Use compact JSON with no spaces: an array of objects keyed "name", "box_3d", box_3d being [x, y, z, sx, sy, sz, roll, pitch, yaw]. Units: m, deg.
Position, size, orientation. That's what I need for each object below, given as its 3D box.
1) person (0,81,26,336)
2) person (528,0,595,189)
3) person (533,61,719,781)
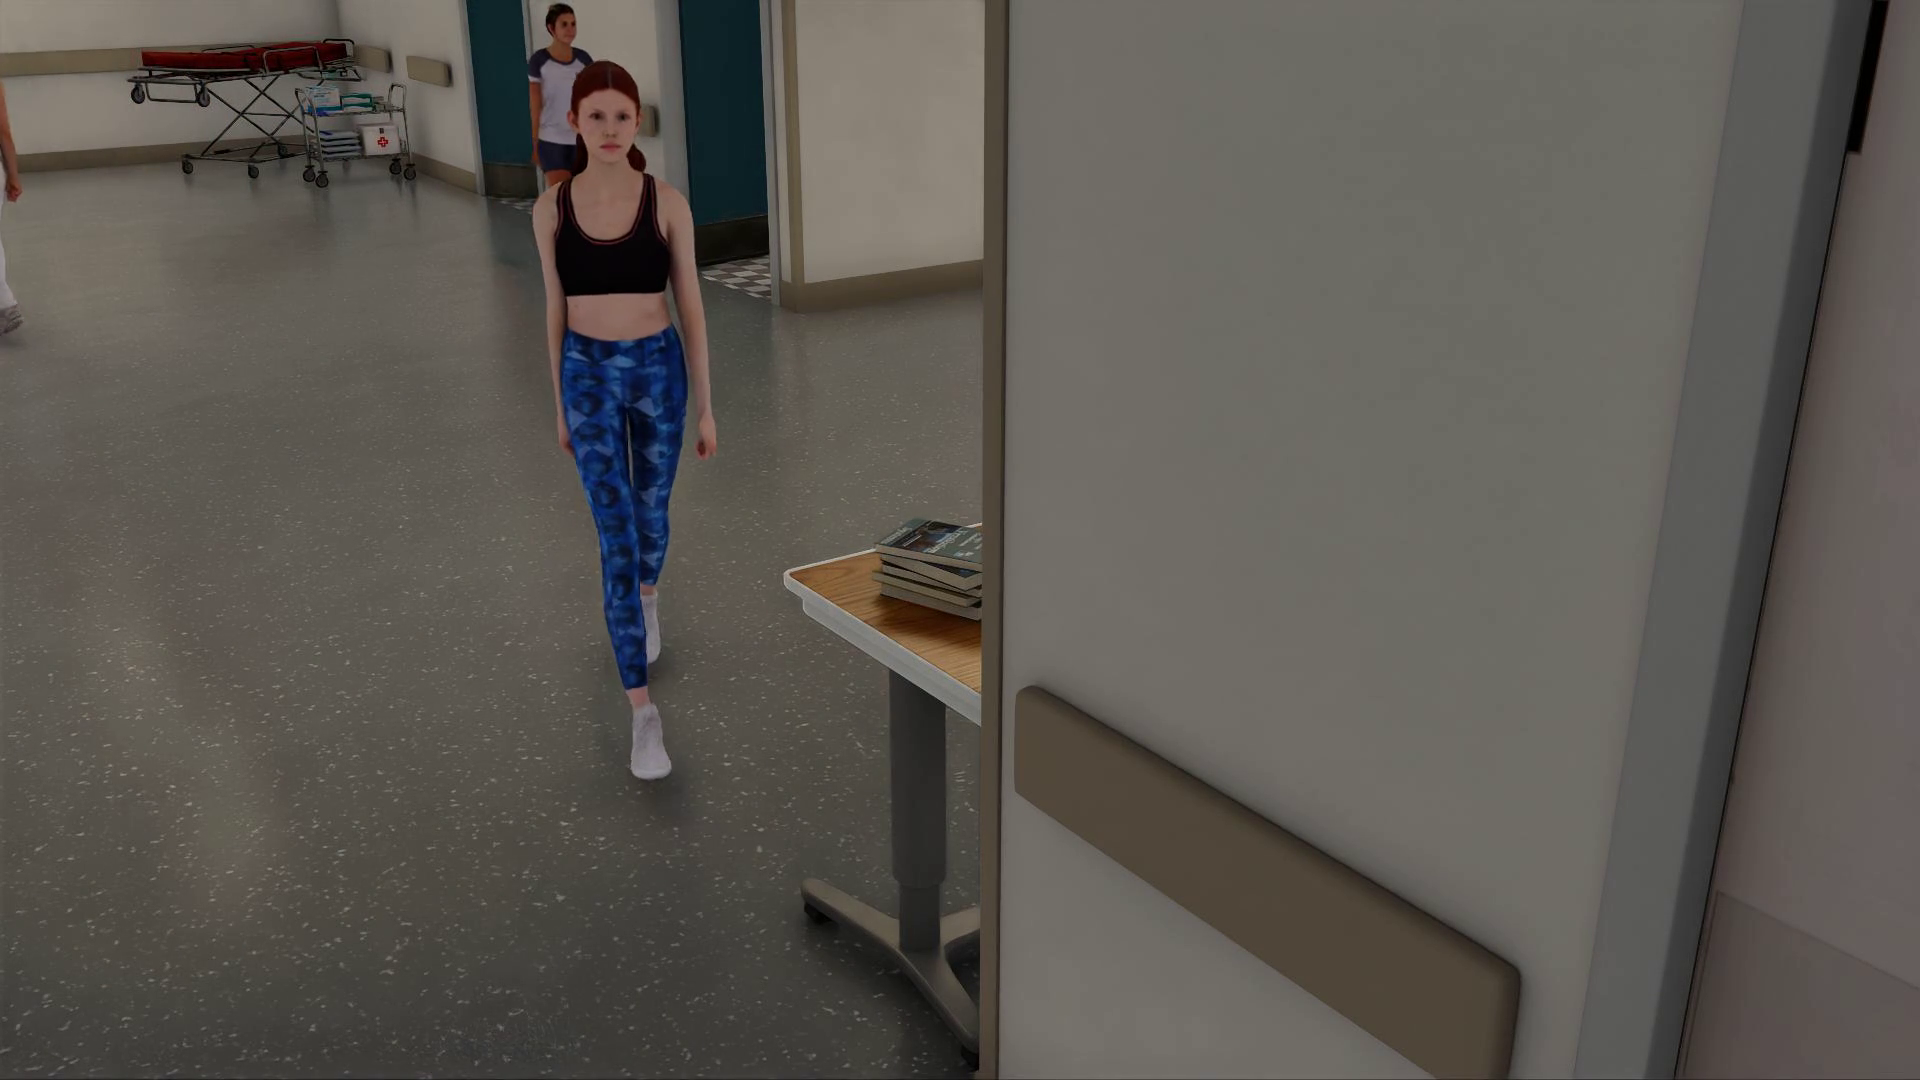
[{"name":"person","box_3d":[-5.111,-1.864,8.608,1.107,1.639,0.755,18,28,40]},{"name":"person","box_3d":[-2.410,-2.378,10.031,0.589,1.591,0.888,-15,26,-35]},{"name":"person","box_3d":[-0.883,-0.337,4.438,0.940,1.735,1.321,-4,21,-11]}]
